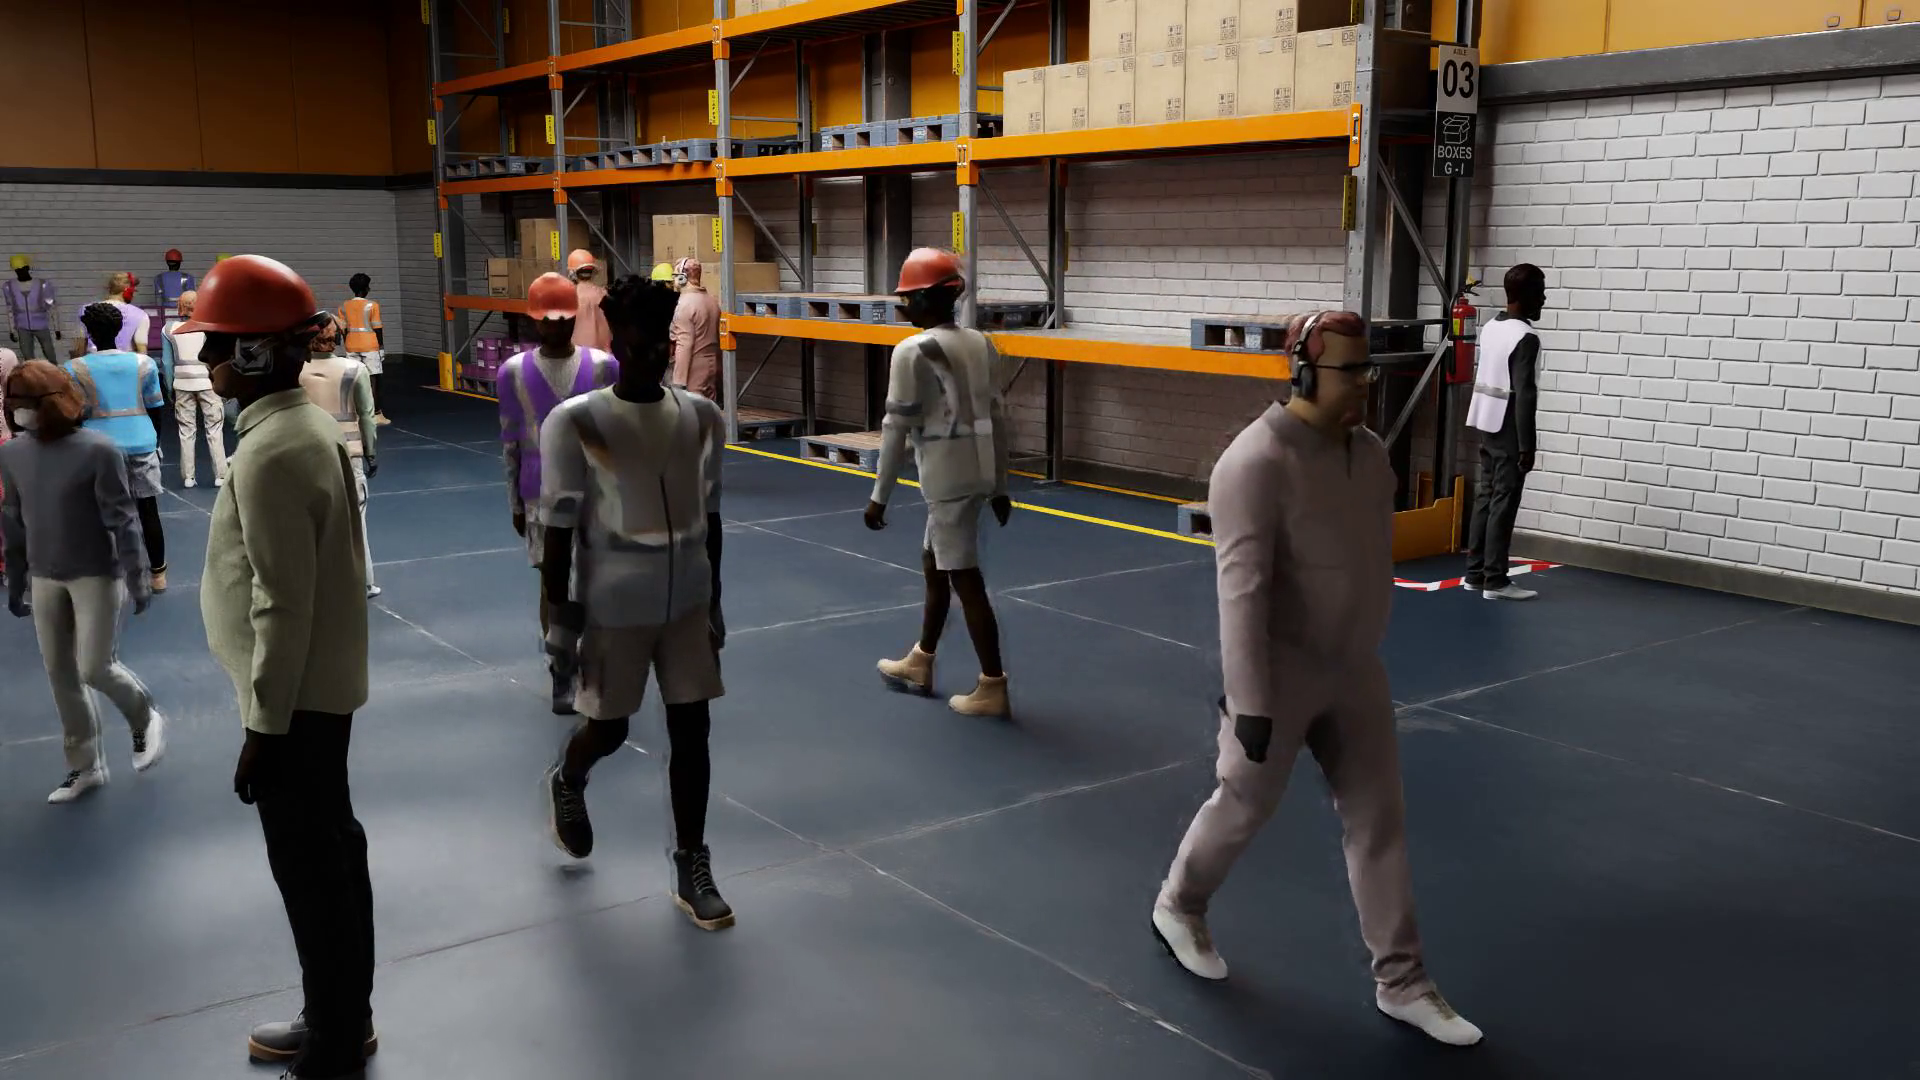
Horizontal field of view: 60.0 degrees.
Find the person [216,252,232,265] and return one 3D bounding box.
[{"bbox_3d":[-9.582,-2.804,21.771,0.604,1.907,0.440,-6,12,-29],"label":"person"}]

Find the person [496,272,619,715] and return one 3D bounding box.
[{"bbox_3d":[-1.765,-0.236,7.405,0.539,1.908,0.815,-3,11,-17],"label":"person"}]

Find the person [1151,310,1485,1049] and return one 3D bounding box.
[{"bbox_3d":[0.908,0.328,4.370,0.658,1.863,0.963,-7,12,-35],"label":"person"}]

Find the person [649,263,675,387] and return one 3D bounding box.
[{"bbox_3d":[-2.943,-1.817,16.485,0.403,1.827,0.595,5,11,27],"label":"person"}]

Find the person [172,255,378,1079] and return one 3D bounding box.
[{"bbox_3d":[-1.559,0.348,3.866,0.375,1.995,0.611,-2,10,-13],"label":"person"}]

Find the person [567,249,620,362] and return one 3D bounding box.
[{"bbox_3d":[-3.227,-1.553,14.565,0.626,1.978,0.738,-7,12,-34],"label":"person"}]

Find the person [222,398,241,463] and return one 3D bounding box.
[{"bbox_3d":[-6.471,-1.468,15.103,0.551,1.613,0.402,2,10,12],"label":"person"}]

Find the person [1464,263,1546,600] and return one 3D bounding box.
[{"bbox_3d":[3.105,-0.606,9.465,0.394,1.913,0.592,-1,10,-3],"label":"person"}]

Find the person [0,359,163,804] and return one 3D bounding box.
[{"bbox_3d":[-3.196,0.147,6.045,0.547,1.614,0.407,2,10,9],"label":"person"}]

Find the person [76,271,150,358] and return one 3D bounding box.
[{"bbox_3d":[-7.073,-1.333,13.834,0.667,1.797,0.848,-1,10,-4],"label":"person"}]

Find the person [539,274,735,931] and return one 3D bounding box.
[{"bbox_3d":[-1.004,0.163,5.076,0.608,1.942,0.835,-8,13,-36],"label":"person"}]

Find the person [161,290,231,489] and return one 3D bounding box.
[{"bbox_3d":[-6.292,-1.236,13.736,0.525,1.639,0.307,-1,10,-7],"label":"person"}]

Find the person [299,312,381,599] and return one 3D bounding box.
[{"bbox_3d":[-3.557,-0.461,9.392,0.517,1.639,0.314,-2,10,-9],"label":"person"}]

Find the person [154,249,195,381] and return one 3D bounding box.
[{"bbox_3d":[-11.545,-3.314,24.541,0.550,1.935,0.376,-2,10,-13],"label":"person"}]

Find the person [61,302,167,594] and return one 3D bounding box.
[{"bbox_3d":[-4.802,-0.502,9.476,0.531,1.693,0.320,-9,14,-42],"label":"person"}]

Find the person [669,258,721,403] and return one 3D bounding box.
[{"bbox_3d":[-2.180,-1.325,13.491,0.402,1.906,0.652,3,11,16],"label":"person"}]

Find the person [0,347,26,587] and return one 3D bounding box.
[{"bbox_3d":[-5.833,-0.584,9.852,0.538,1.780,0.534,-7,12,-33],"label":"person"}]

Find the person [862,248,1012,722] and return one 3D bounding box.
[{"bbox_3d":[-0.122,-0.243,7.178,0.950,1.991,0.613,7,12,32],"label":"person"}]

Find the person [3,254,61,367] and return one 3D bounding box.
[{"bbox_3d":[-12.302,-2.850,22.088,0.623,1.893,0.655,-3,10,-15],"label":"person"}]

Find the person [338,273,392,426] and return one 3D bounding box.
[{"bbox_3d":[-6.608,-2.104,18.443,0.533,1.696,0.318,3,11,15],"label":"person"}]
